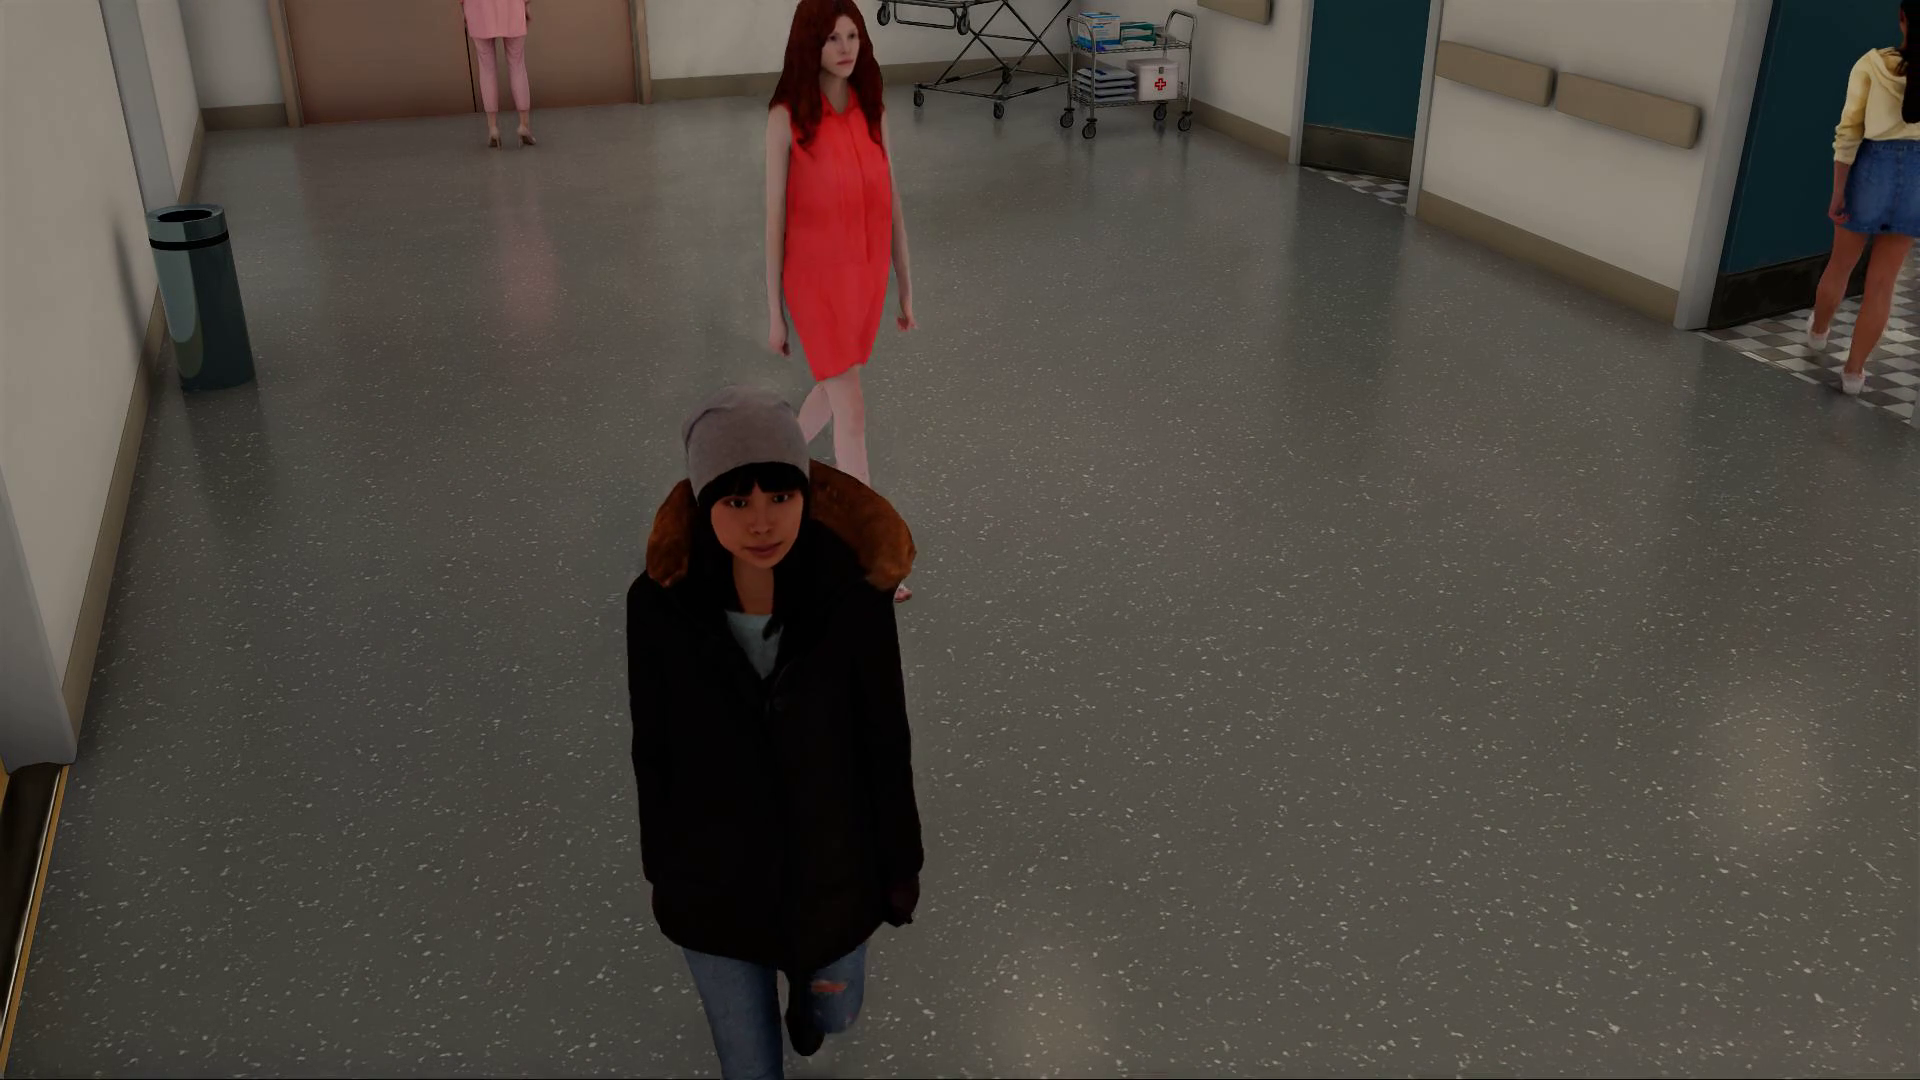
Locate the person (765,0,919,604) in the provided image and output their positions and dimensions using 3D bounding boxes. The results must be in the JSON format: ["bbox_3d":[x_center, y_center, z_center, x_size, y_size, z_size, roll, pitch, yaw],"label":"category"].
[{"bbox_3d":[-0.428,-0.743,5.129,0.861,1.790,1.193,-19,32,-35],"label":"person"}]

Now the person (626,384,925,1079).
[{"bbox_3d":[-0.315,0.487,2.782,0.716,1.614,1.011,-4,26,-9],"label":"person"}]

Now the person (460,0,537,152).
[{"bbox_3d":[-2.998,-3.437,10.700,0.637,1.803,0.559,-5,26,-11],"label":"person"}]

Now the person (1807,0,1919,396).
[{"bbox_3d":[3.720,-1.366,6.641,1.013,1.600,1.073,11,28,21],"label":"person"}]
